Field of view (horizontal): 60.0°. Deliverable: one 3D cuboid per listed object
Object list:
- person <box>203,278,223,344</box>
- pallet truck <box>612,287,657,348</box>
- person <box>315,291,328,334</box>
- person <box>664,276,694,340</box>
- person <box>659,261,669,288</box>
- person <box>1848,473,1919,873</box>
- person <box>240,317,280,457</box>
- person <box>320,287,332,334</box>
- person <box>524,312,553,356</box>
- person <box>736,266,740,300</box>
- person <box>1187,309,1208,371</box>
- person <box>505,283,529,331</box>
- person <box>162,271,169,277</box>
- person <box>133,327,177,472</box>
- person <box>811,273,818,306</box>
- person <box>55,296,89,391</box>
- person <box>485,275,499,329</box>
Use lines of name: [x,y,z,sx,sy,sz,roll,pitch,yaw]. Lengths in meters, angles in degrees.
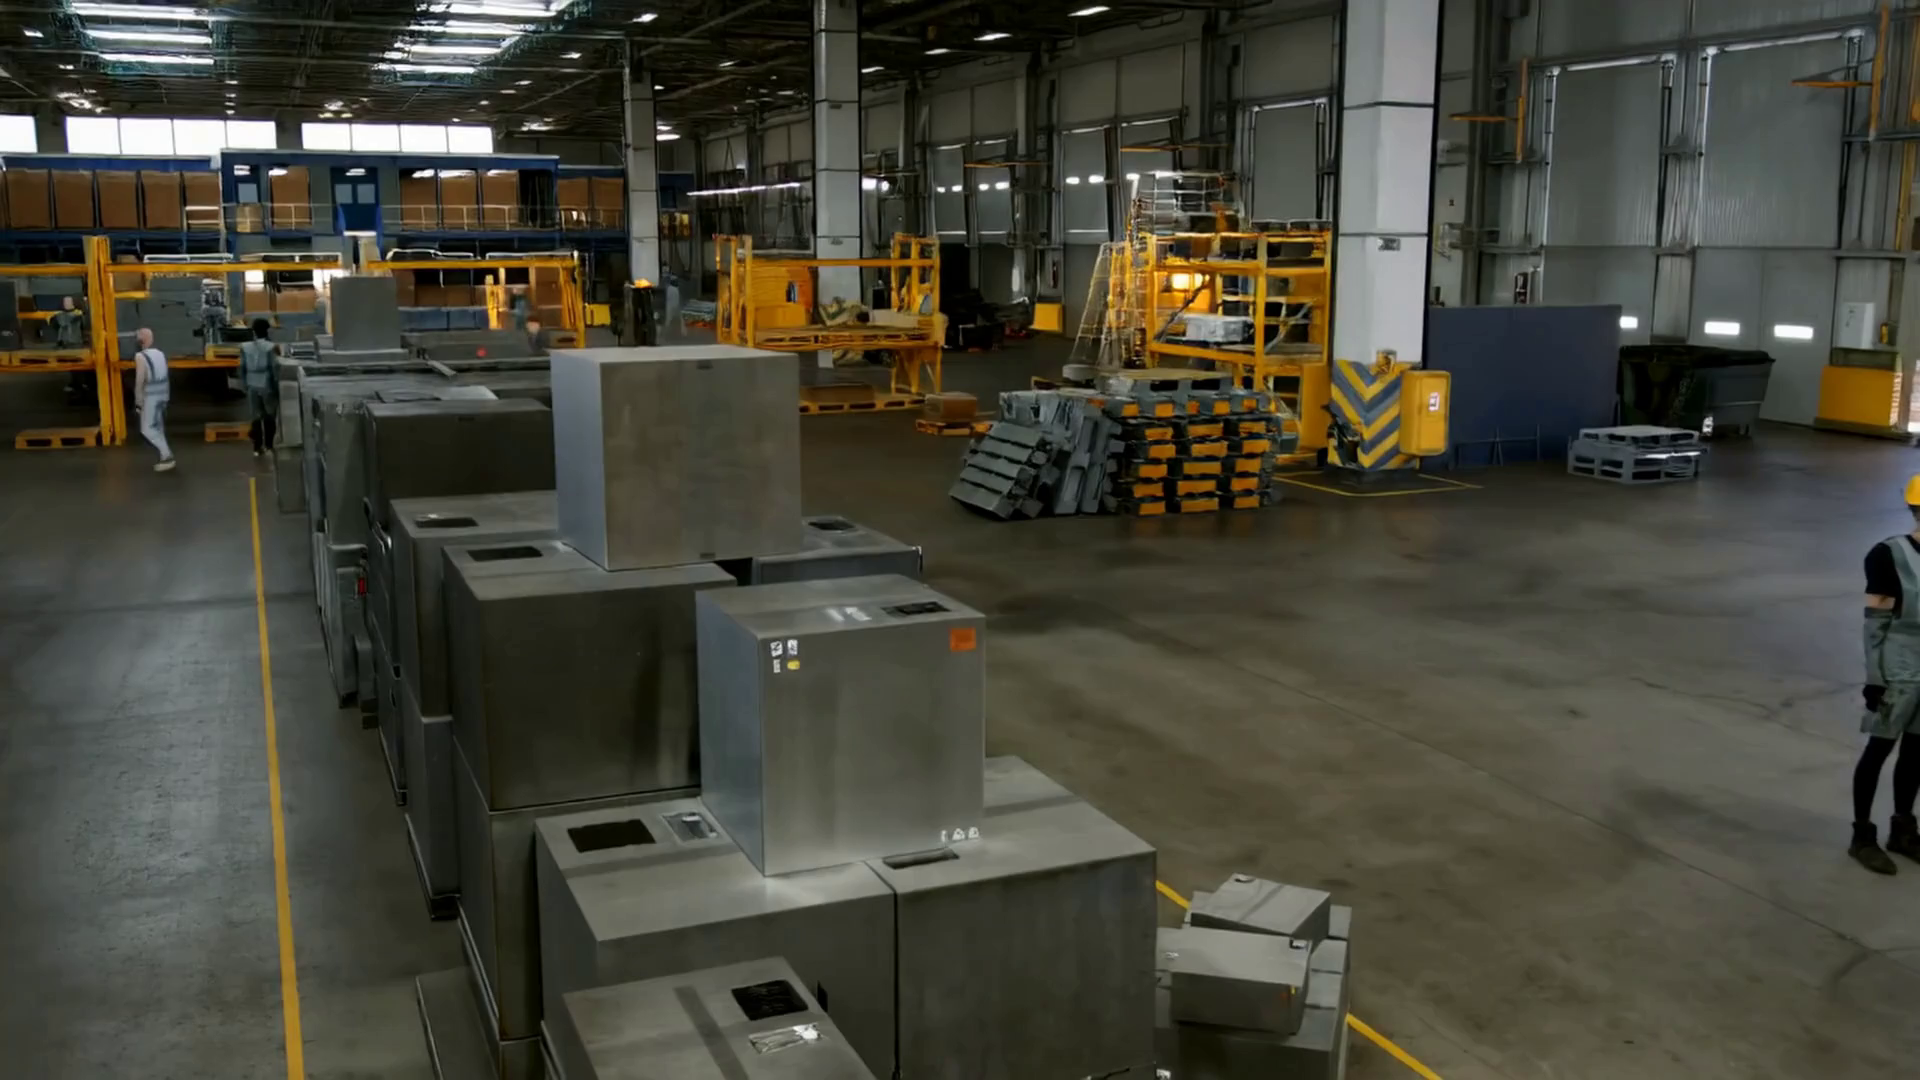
person: [-20.140,-6.080,44.782,0.545,1.942,0.349,-6,12,-30]
pallet truck: [-6.464,-4.406,35.401,0.823,1.965,1.885,6,12,32]
person: [-15.532,-5.262,40.911,0.493,1.715,0.782,4,11,21]
person: [-8.363,-6.829,49.025,0.999,1.892,0.638,5,11,24]
person: [-13.159,-11.401,73.992,0.613,1.986,0.409,0,10,-2]
person: [4.535,0.616,7.892,0.542,1.938,0.358,-3,11,-15]
person: [-9.590,-2.092,22.867,0.587,1.920,0.391,4,11,21]
person: [-15.105,-5.176,40.115,0.548,1.823,0.466,-3,11,-17]
person: [-6.577,-2.605,25.826,0.591,1.881,0.998,5,11,26]
person: [-9.505,-10.793,70.815,0.597,1.916,0.504,-6,12,-30]
person: [3.807,-2.711,26.350,0.540,1.908,0.956,-8,13,-38]
person: [-11.847,-5.917,44.260,0.630,1.816,0.815,6,12,29]
person: [-29.249,-9.037,61.280,0.605,1.866,0.415,-3,11,-14]
person: [-10.344,-1.802,21.421,0.457,1.872,0.717,2,10,8]
person: [-4.828,-8.278,57.185,0.429,1.840,0.624,7,12,32]
person: [-17.523,-3.871,32.804,0.520,1.873,0.335,-6,12,-29]
person: [-13.532,-6.671,48.048,0.372,1.940,0.630,0,10,2]
